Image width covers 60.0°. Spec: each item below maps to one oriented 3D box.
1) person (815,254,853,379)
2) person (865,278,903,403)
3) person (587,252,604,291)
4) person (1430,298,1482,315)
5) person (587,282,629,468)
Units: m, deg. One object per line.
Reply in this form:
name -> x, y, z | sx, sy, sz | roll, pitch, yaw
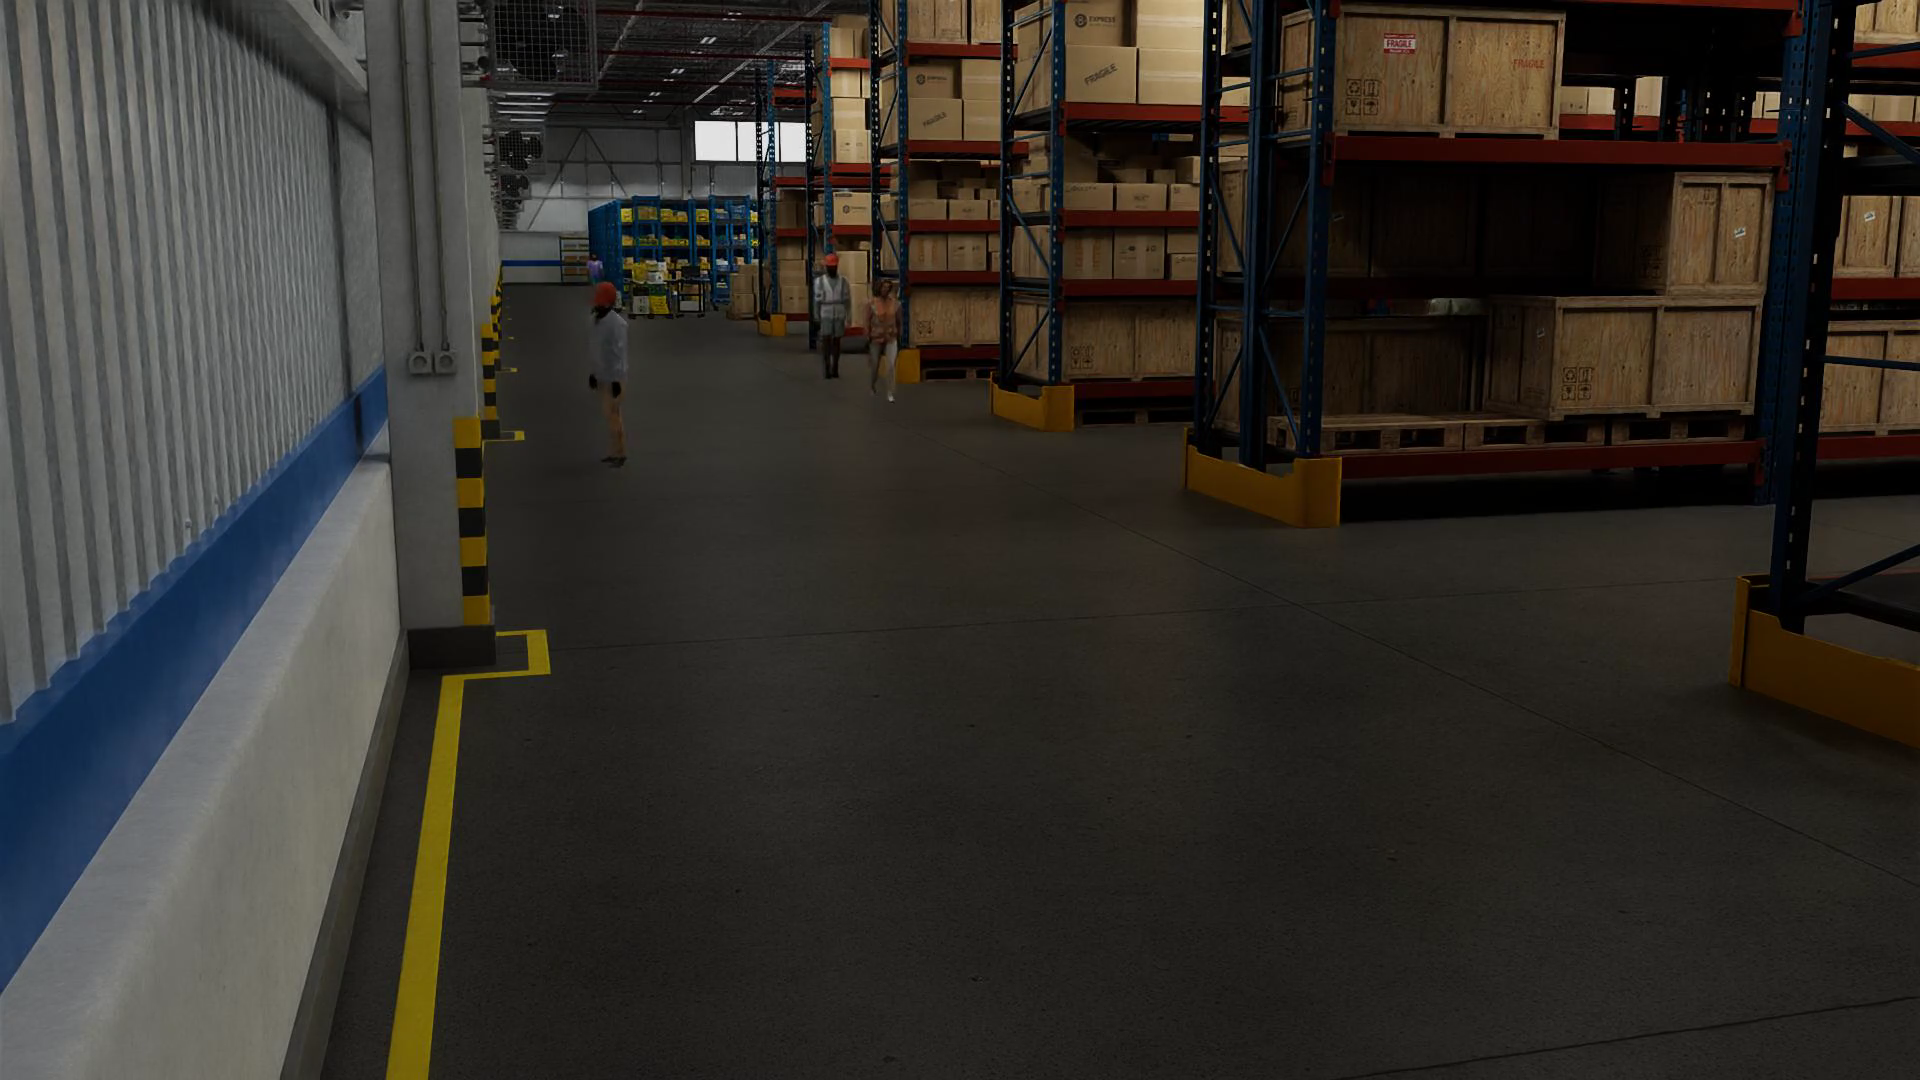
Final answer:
person -> -1.925, -3.411, 25.449 | 0.562, 1.893, 0.928 | -2, 10, -10
person -> -1.007, -2.629, 21.810 | 0.523, 1.616, 0.685 | -2, 10, -12
person -> -13.102, -9.425, 59.727 | 0.586, 1.823, 0.569 | -4, 11, -22
person -> 5.031, -1.957, 17.045 | 0.837, 1.968, 0.625 | -8, 13, -38
person -> -3.224, -1.518, 15.310 | 0.434, 1.705, 0.629 | -8, 13, -39
